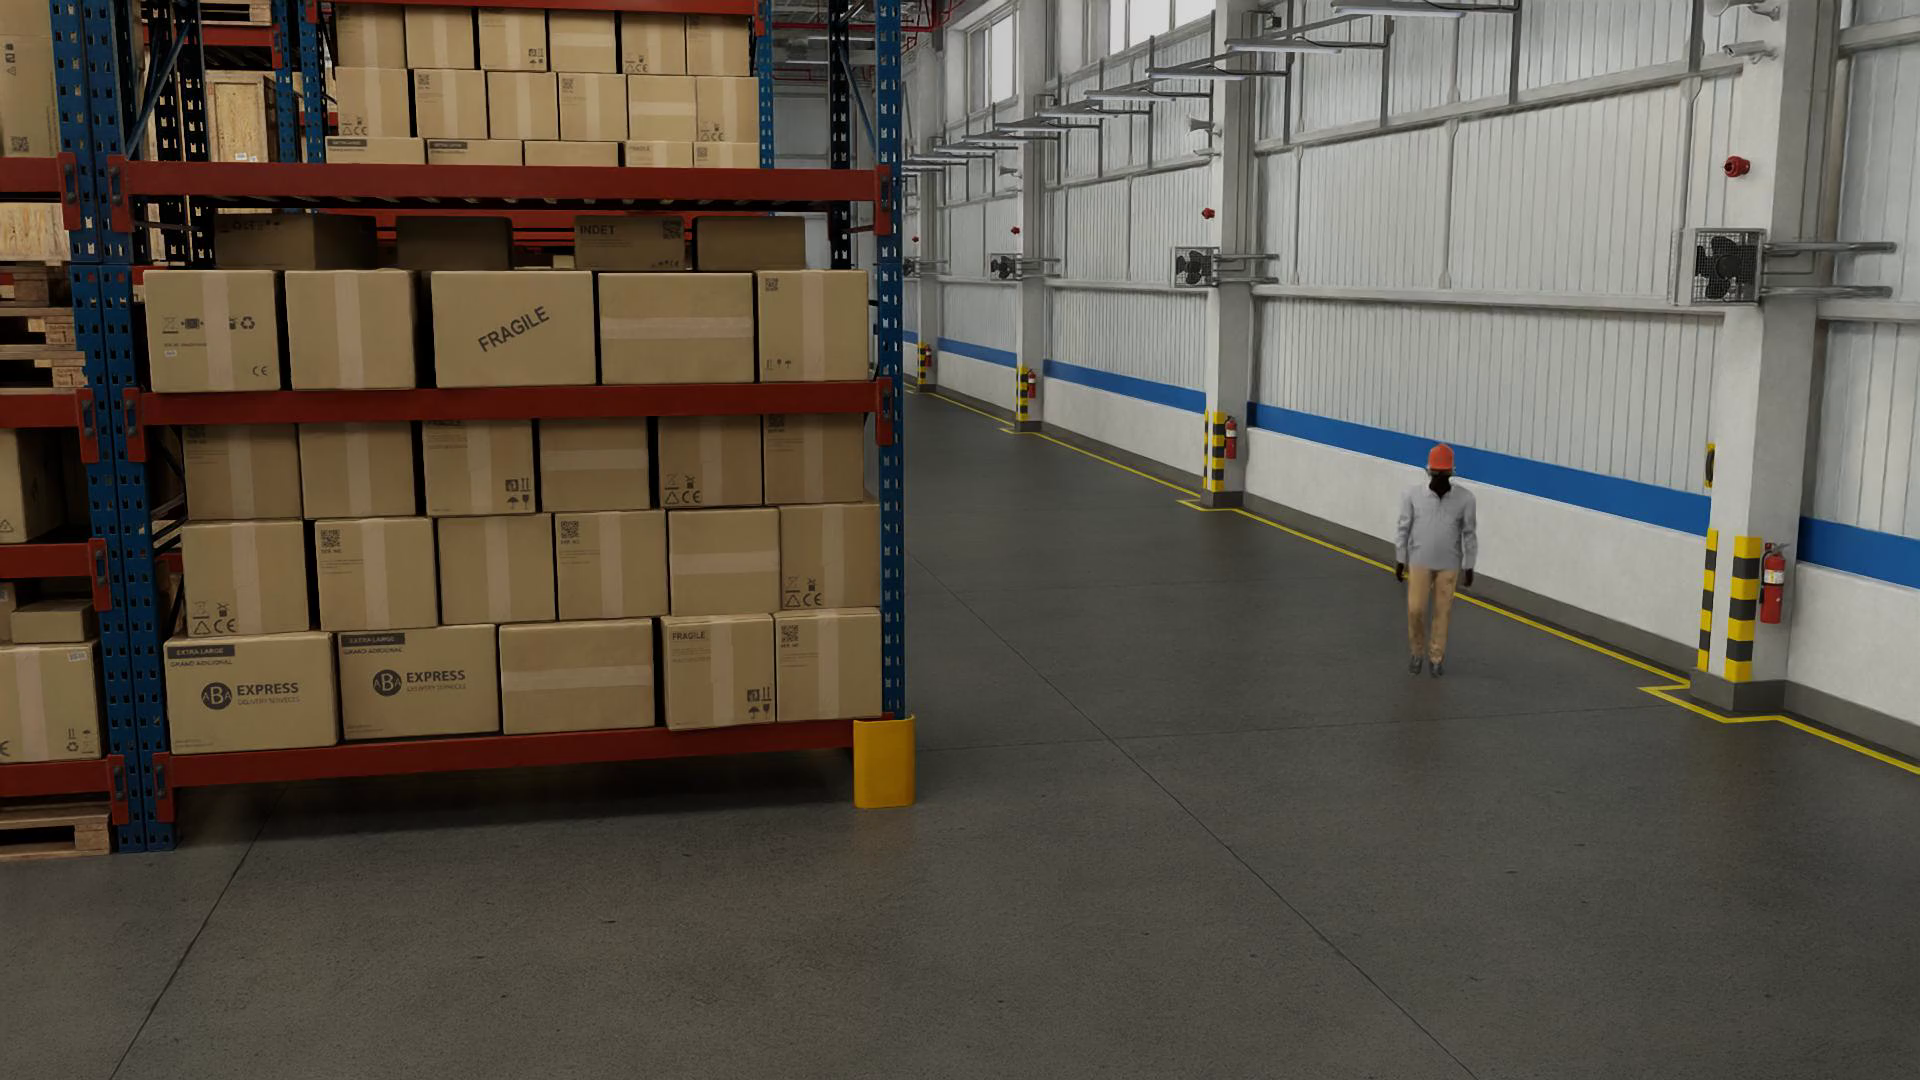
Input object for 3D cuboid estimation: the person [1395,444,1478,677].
[{"bbox_3d":[3.519,0.159,12.278,0.588,1.737,0.454,2,10,11],"label":"person"}]
